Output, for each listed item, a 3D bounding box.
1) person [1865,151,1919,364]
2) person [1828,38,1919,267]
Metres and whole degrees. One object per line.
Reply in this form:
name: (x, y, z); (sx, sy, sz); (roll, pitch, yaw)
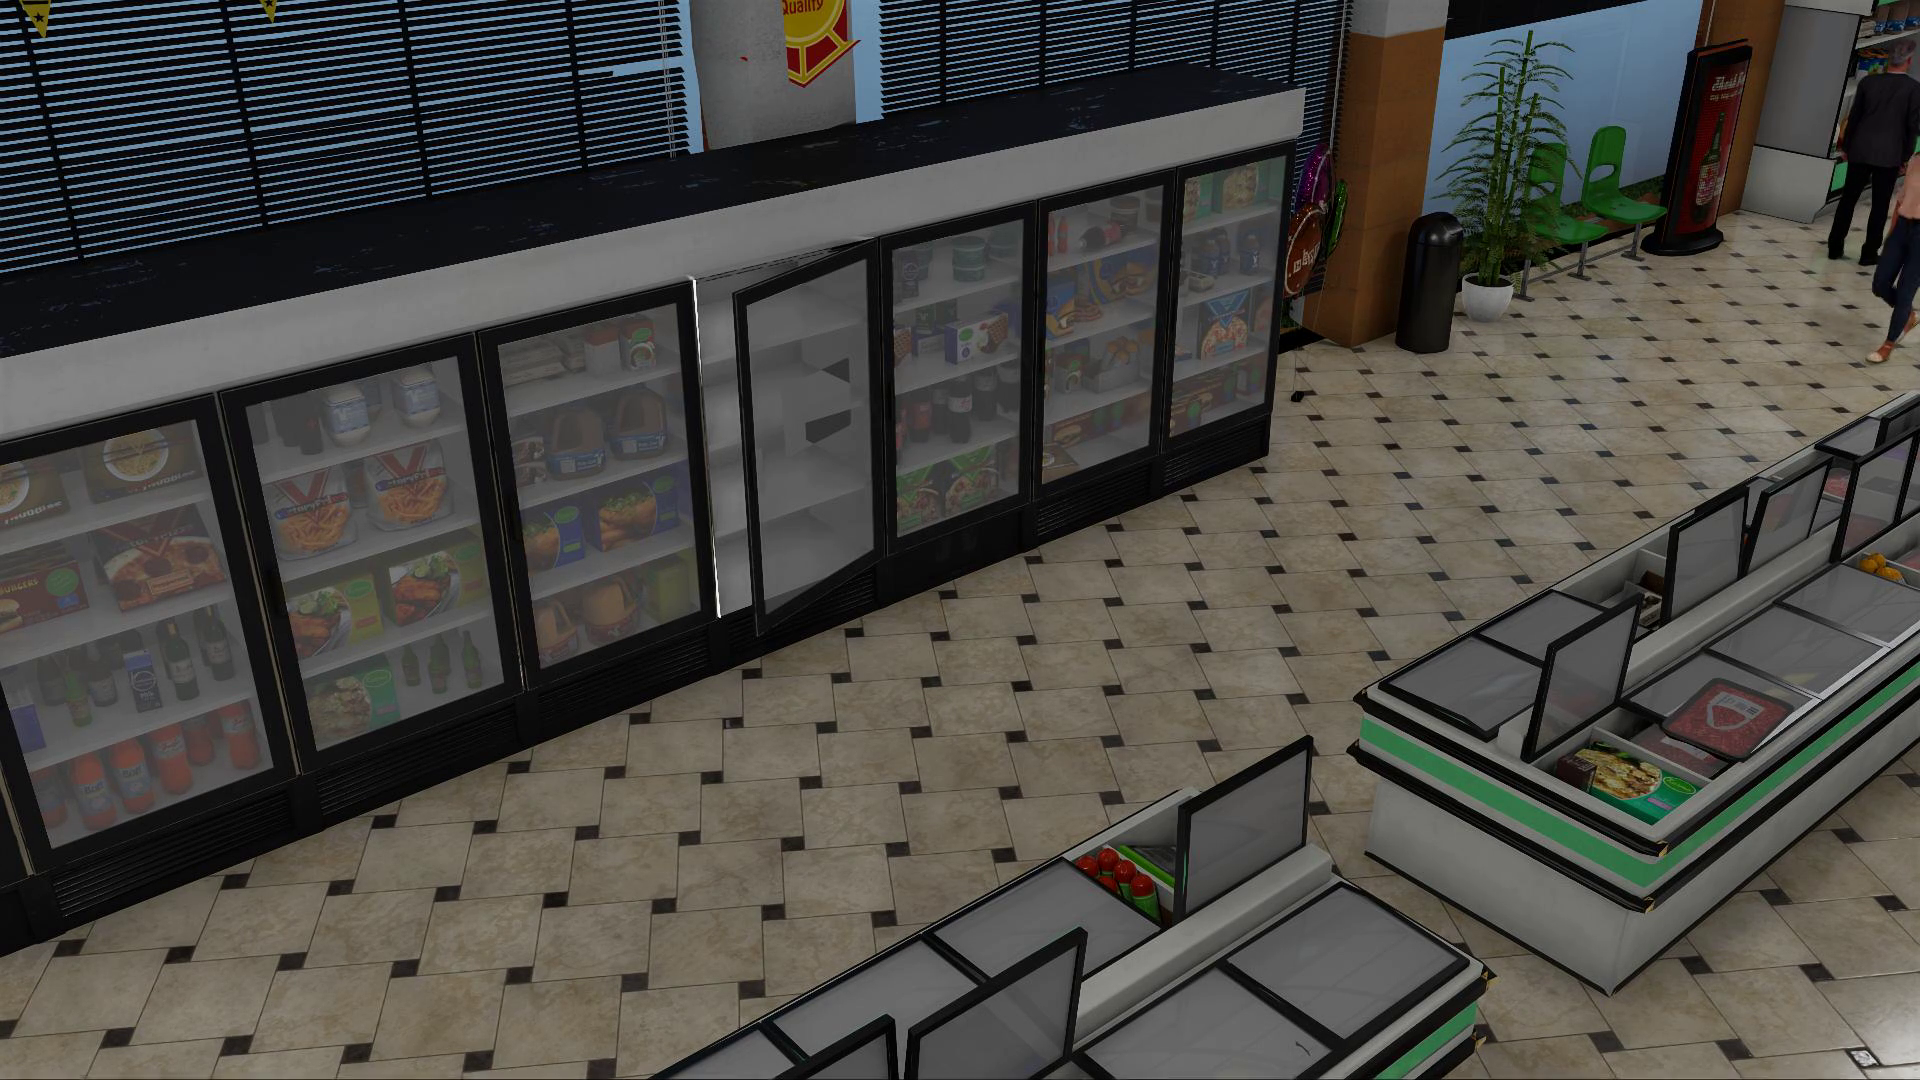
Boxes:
person: (6.769, -2.123, 11.683); (0.816, 1.782, 0.691); (-14, 30, -25)
person: (7.598, -3.214, 13.776); (0.588, 1.836, 0.736); (-24, 35, -38)
